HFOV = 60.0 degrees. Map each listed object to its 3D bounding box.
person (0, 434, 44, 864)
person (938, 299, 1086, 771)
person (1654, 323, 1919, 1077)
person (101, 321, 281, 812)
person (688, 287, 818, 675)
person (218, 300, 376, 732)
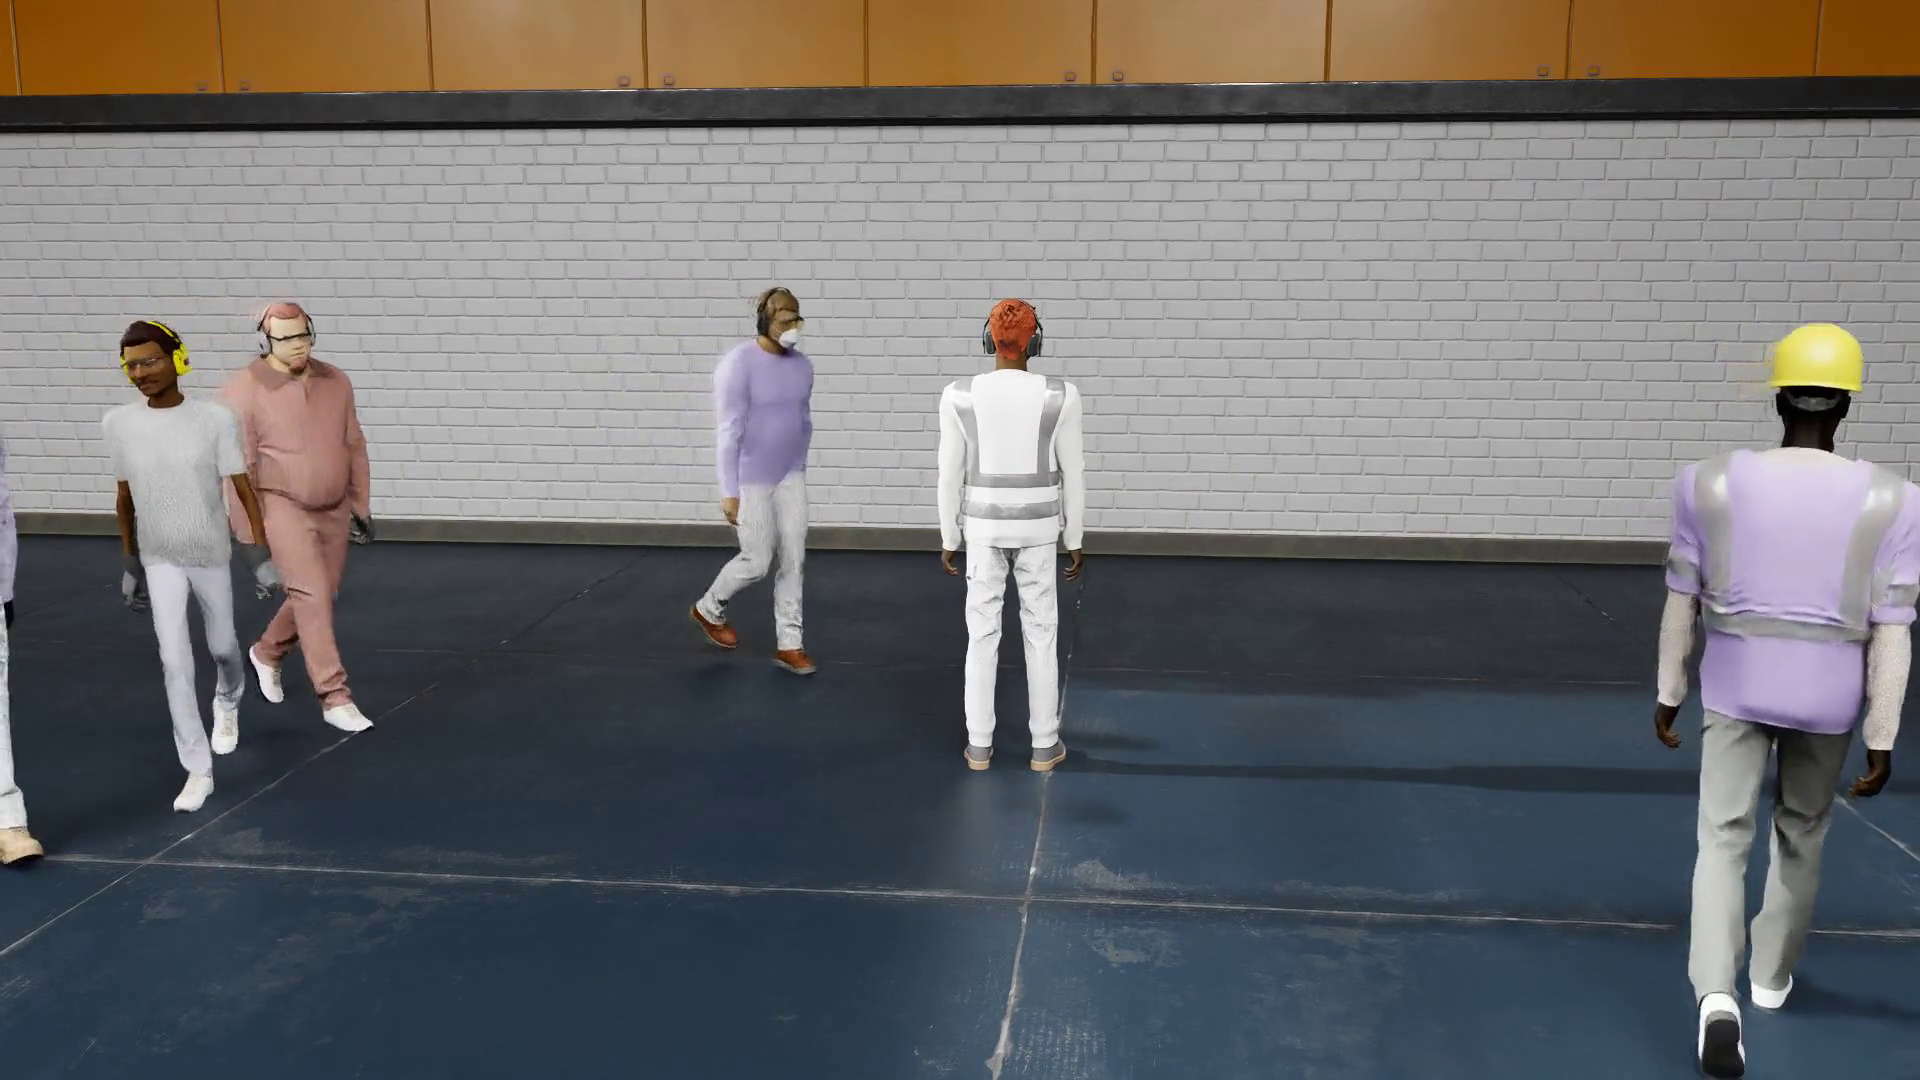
[{"bbox_3d":[-3.442,0.213,5.558,0.641,1.808,0.799,-10,14,-44],"label":"person"},{"bbox_3d":[0.207,-0.011,6.621,0.584,1.882,0.345,1,10,5],"label":"person"},{"bbox_3d":[2.091,0.397,4.256,0.596,1.899,0.878,6,11,29],"label":"person"},{"bbox_3d":[-2.957,0.051,6.474,0.579,1.826,0.932,-2,10,-13],"label":"person"},{"bbox_3d":[-1.020,-0.293,8.186,0.688,1.907,0.646,9,13,41],"label":"person"},{"bbox_3d":[-2.929,-0.122,7.321,0.875,1.870,0.645,6,11,29],"label":"person"}]
